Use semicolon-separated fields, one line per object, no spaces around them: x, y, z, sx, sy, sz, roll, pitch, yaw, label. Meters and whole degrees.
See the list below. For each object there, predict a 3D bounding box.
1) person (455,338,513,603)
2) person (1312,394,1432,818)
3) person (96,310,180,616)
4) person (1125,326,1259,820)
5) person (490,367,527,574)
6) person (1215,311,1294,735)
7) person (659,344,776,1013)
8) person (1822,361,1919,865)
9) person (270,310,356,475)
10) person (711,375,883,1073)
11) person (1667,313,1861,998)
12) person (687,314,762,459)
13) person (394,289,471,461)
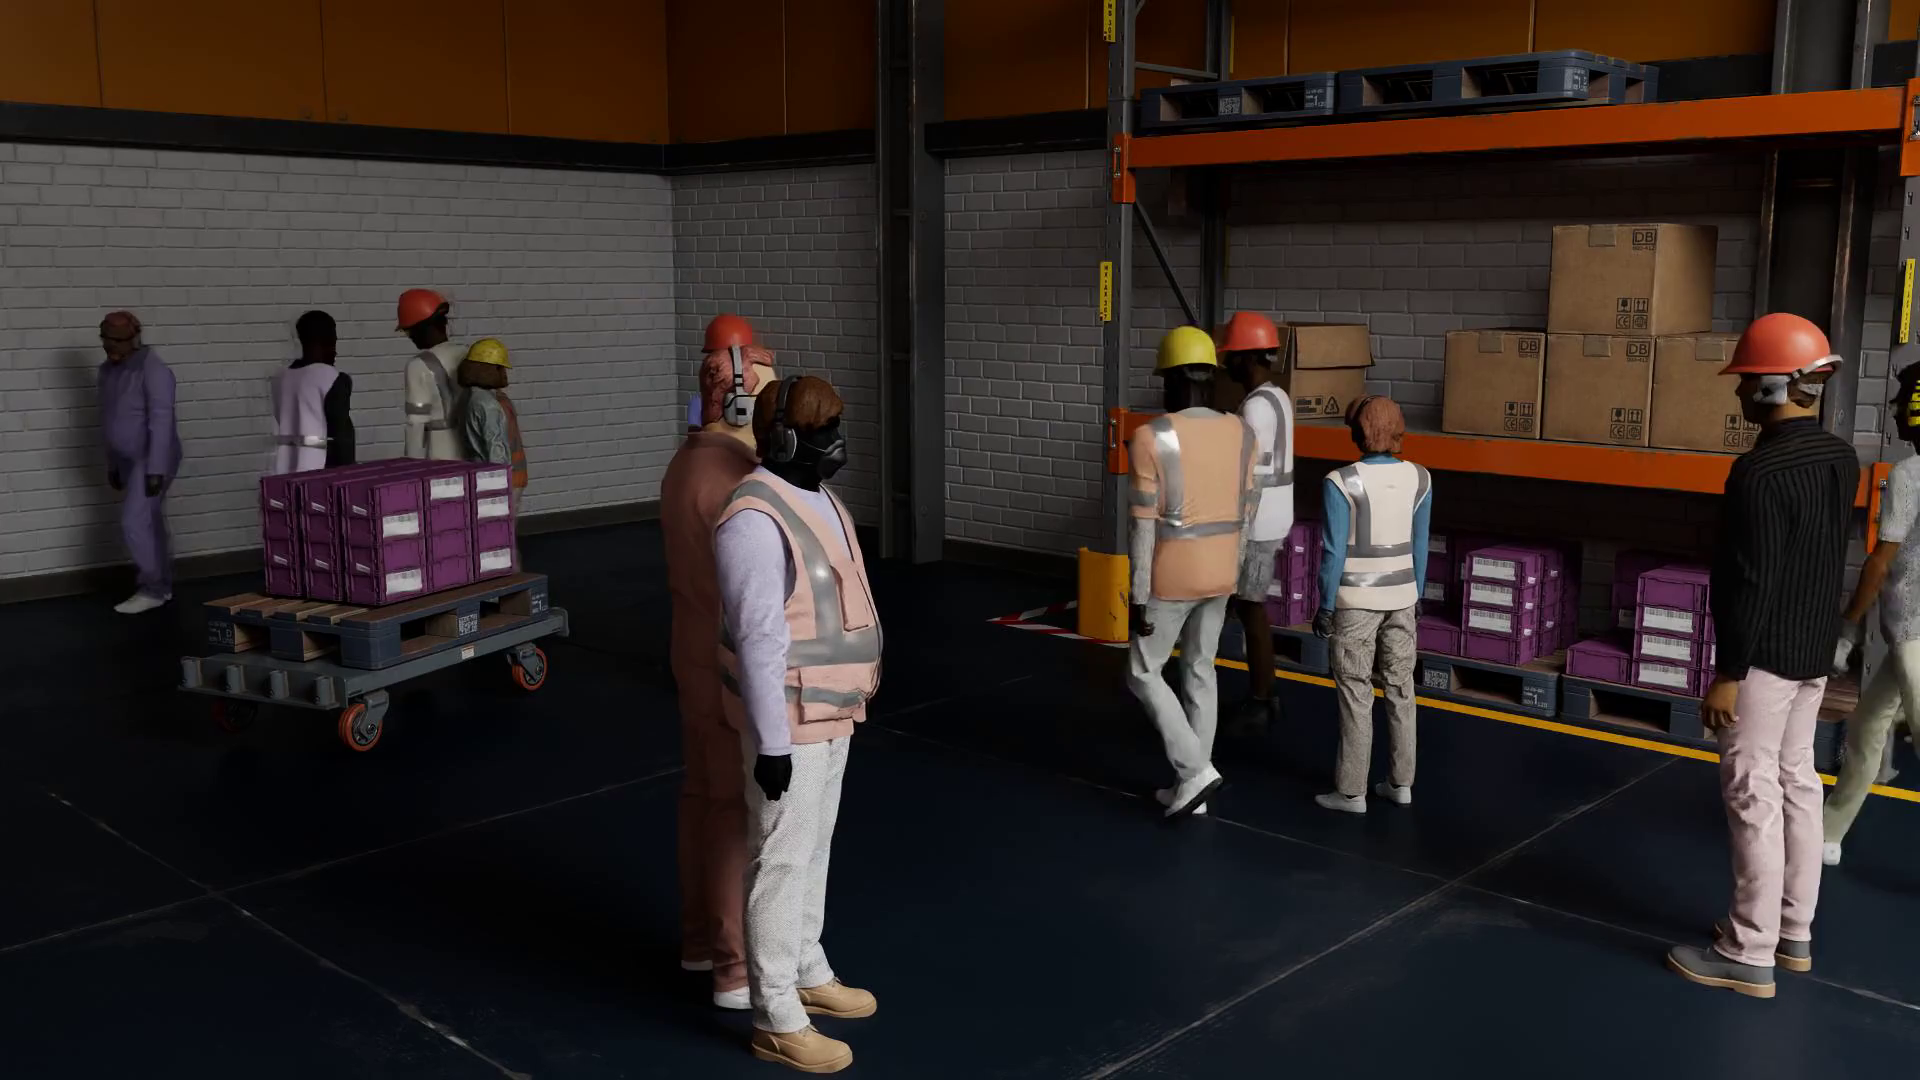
-2.648;-0.262;9.357;0.322;1.734;0.485;-7;11;-36;person
1.599;0.257;6.466;0.523;1.638;0.310;-4;10;-25;person
-5.063;-0.463;10.210;0.654;1.871;0.588;7;12;37;person
0.870;0.145;6.343;0.580;1.905;0.467;-5;10;-27;person
-2.780;-0.320;10.042;0.325;1.628;0.537;-5;10;-27;person
1.322;-0.068;7.564;0.374;1.935;0.566;3;10;15;person
-0.632;0.392;4.820;0.400;1.907;0.644;-4;10;-23;person
3.217;0.314;5.572;0.535;1.830;0.964;-7;12;-37;person
-3.505;-0.303;9.118;0.633;1.893;0.438;6;11;31;person
-0.422;0.478;4.489;0.429;1.843;0.631;2;9;10;person
2.373;0.335;4.900;0.625;1.991;0.393;-8;12;-39;person
-0.985;-0.097;7.813;0.566;1.916;0.646;-7;12;-38;person
-2.964;-0.435;9.583;0.455;2.007;0.638;3;10;19;person
